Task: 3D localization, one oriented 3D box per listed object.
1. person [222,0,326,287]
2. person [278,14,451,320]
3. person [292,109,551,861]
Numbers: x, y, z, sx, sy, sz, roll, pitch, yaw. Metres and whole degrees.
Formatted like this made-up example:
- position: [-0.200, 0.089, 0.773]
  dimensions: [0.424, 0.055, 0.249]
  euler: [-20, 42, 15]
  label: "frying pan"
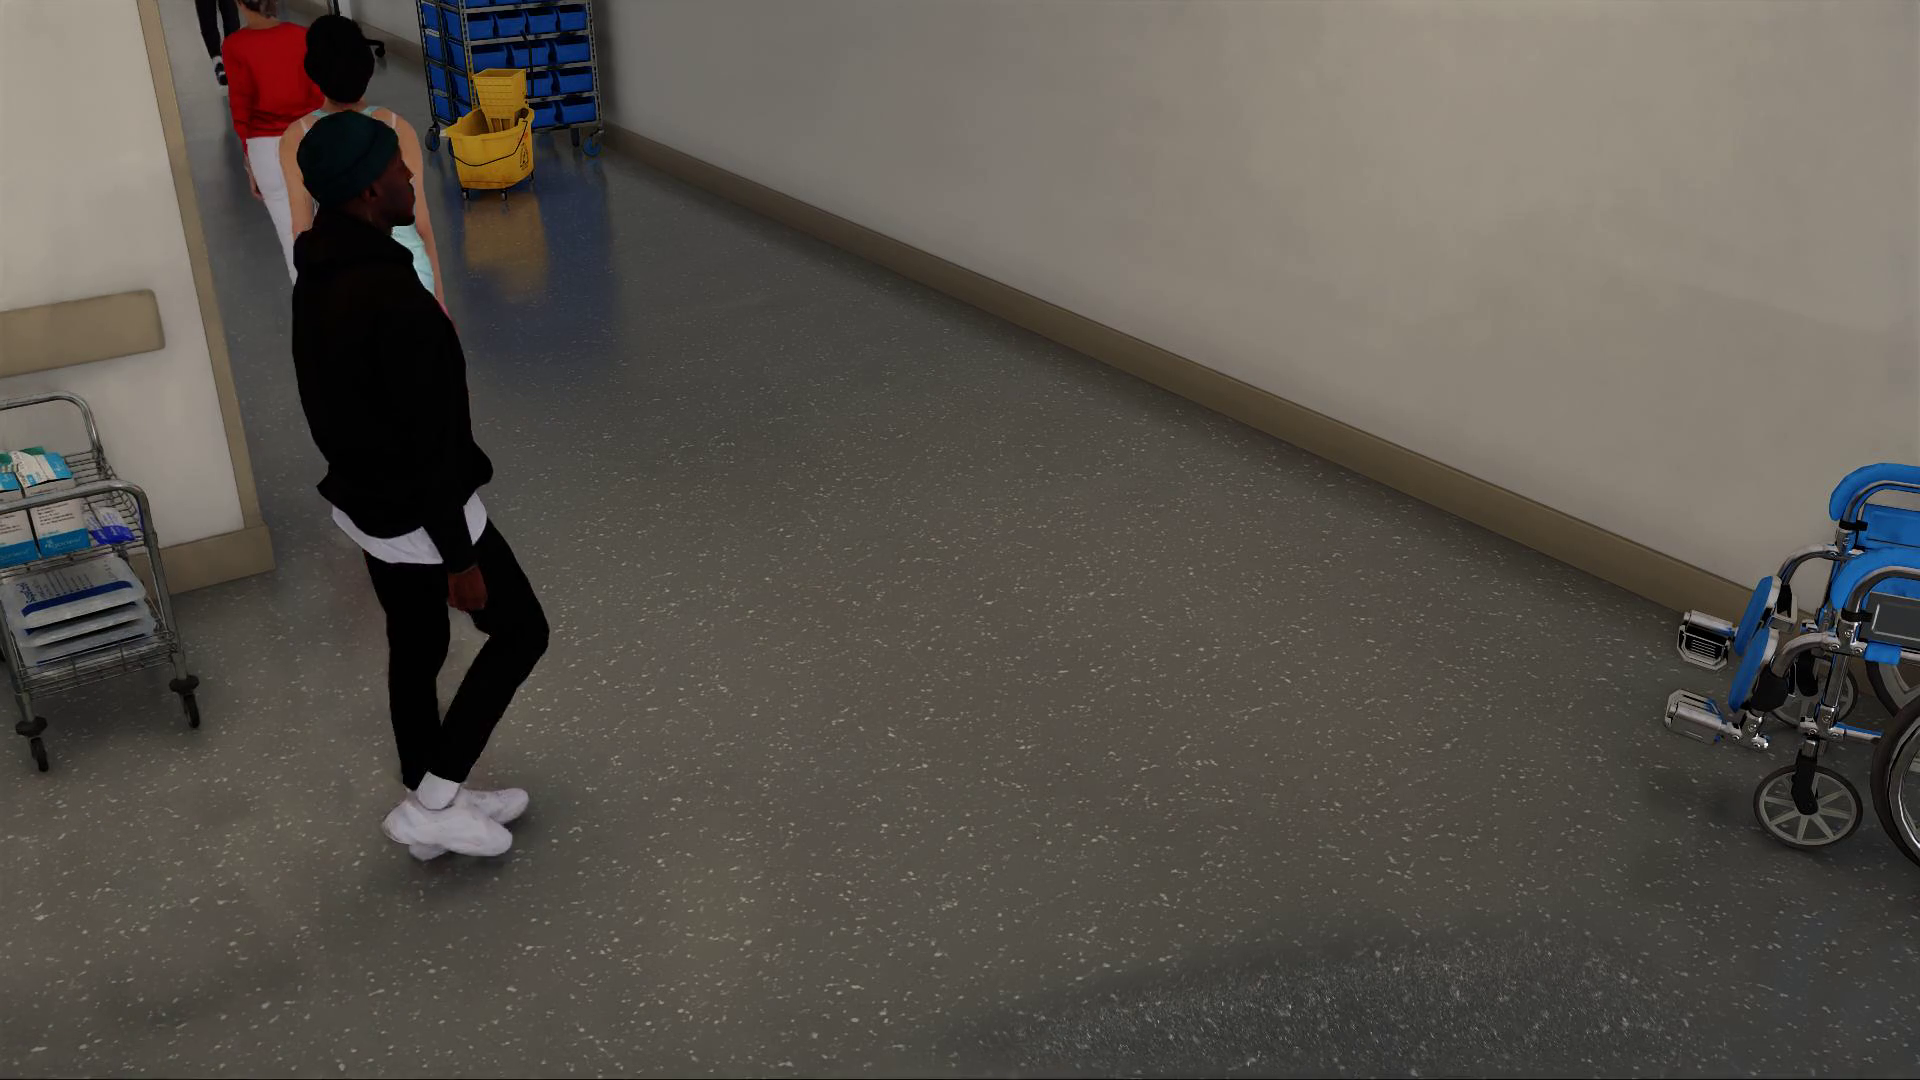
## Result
- position: [-2.821, -1.576, 7.067]
  dimensions: [0.762, 1.683, 0.682]
  euler: [-12, 28, -24]
  label: "person"
- position: [-1.804, -0.699, 5.168]
  dimensions: [0.867, 1.753, 0.809]
  euler: [-7, 27, -15]
  label: "person"
- position: [-1.299, -0.030, 3.711]
  dimensions: [0.733, 1.813, 0.739]
  euler: [-23, 34, -39]
  label: "person"
